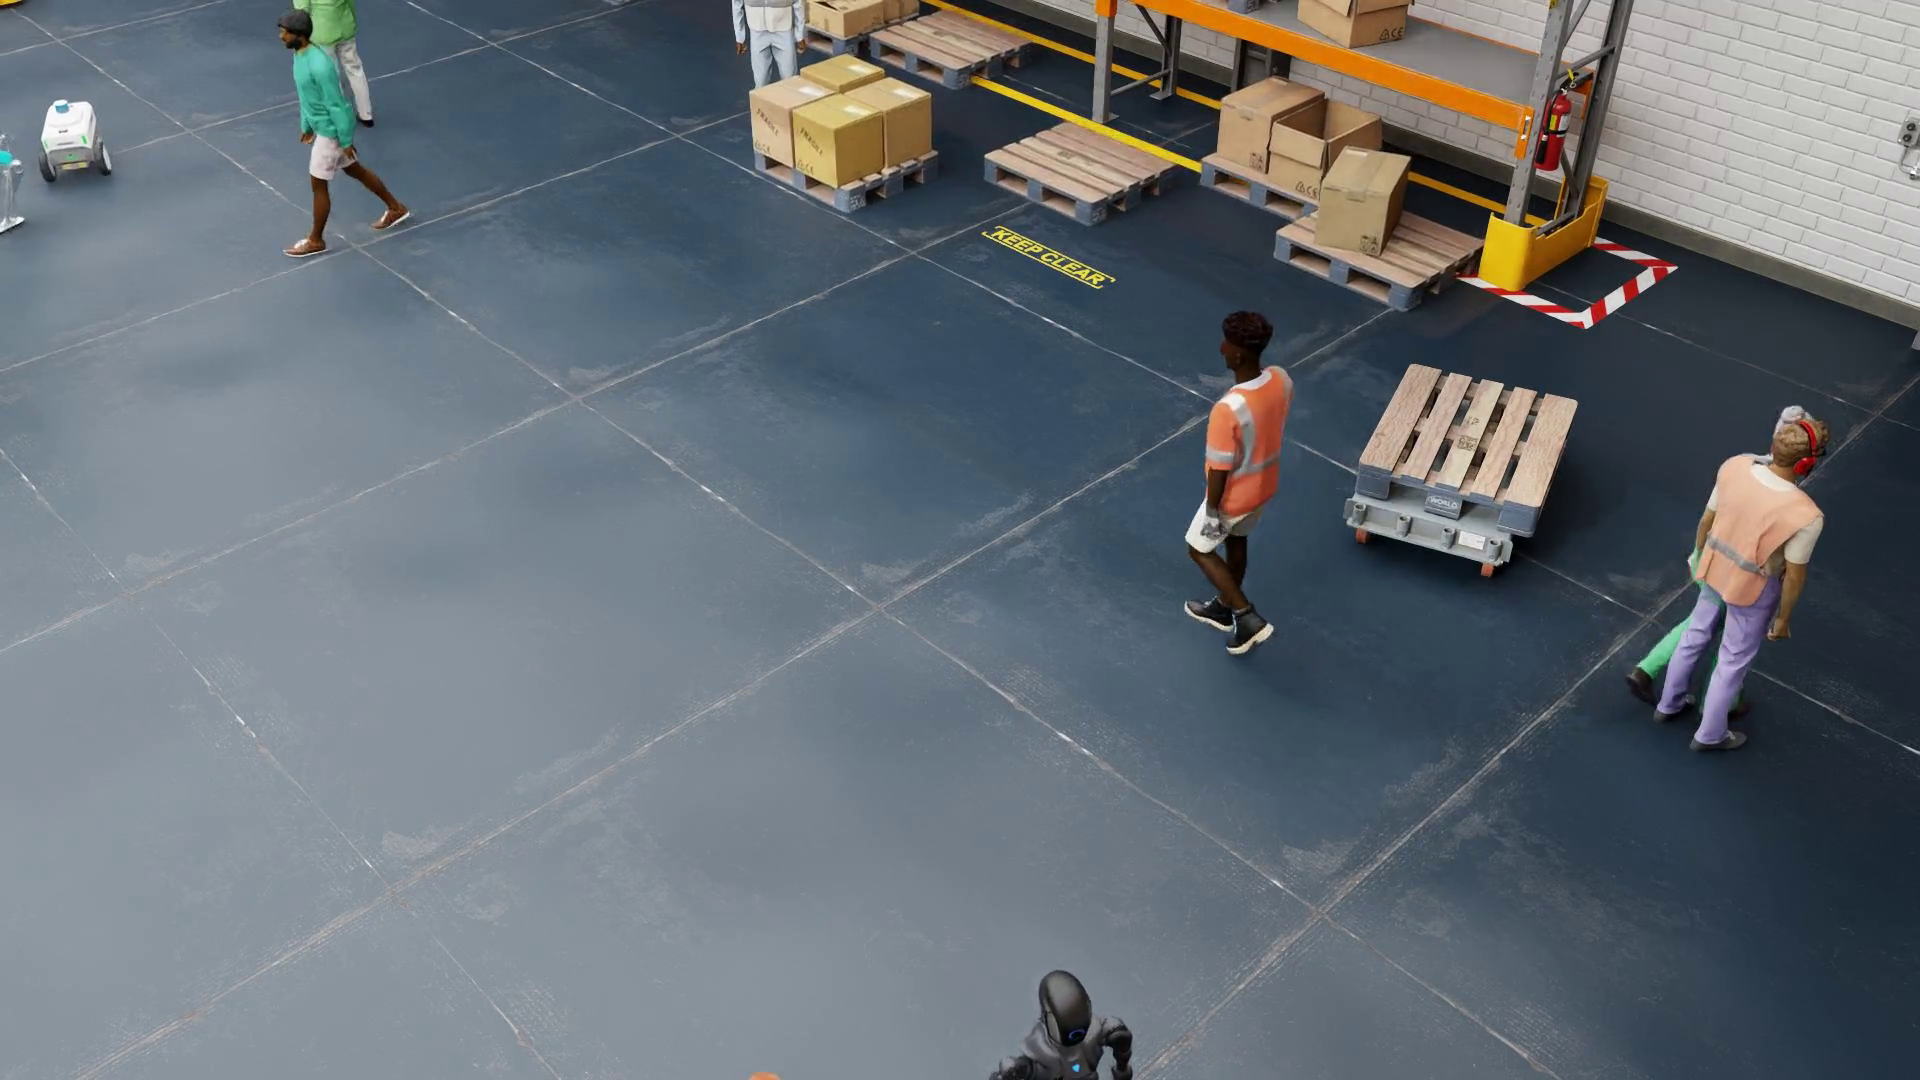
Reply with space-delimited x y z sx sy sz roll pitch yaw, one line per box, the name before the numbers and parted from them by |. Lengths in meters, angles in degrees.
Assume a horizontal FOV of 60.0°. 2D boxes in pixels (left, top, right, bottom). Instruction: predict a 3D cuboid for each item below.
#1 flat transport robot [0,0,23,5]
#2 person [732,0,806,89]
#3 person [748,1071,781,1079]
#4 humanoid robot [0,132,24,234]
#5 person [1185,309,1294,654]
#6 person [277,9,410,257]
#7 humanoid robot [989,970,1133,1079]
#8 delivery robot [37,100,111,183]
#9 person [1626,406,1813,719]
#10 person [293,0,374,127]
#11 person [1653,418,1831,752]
flat transport robot | -10.224 -5.739 17.131 0.659 0.231 1.431 -27 45 -31
person | -1.567 -4.199 13.737 0.598 1.909 0.400 1 37 1
person | -0.546 2.263 5.233 0.565 1.831 0.963 4 37 6
humanoid robot | -7.426 -3.054 12.432 0.539 1.859 0.778 26 44 30
person | 1.457 -0.260 8.484 0.520 1.951 0.606 31 47 34
person | -4.670 -3.042 12.292 0.986 1.798 0.522 -21 42 -25
humanoid robot | 0.328 2.046 5.655 0.589 1.645 0.364 -17 40 -21
delivery robot | -7.299 -3.290 13.667 0.499 0.614 0.791 -12 39 -15
person | 3.722 0.145 8.046 0.616 1.828 0.567 -11 39 -15
person | -5.287 -4.276 13.938 0.383 1.785 0.538 26 44 31
person | 3.709 0.228 7.924 0.374 1.843 0.566 -16 40 -20
